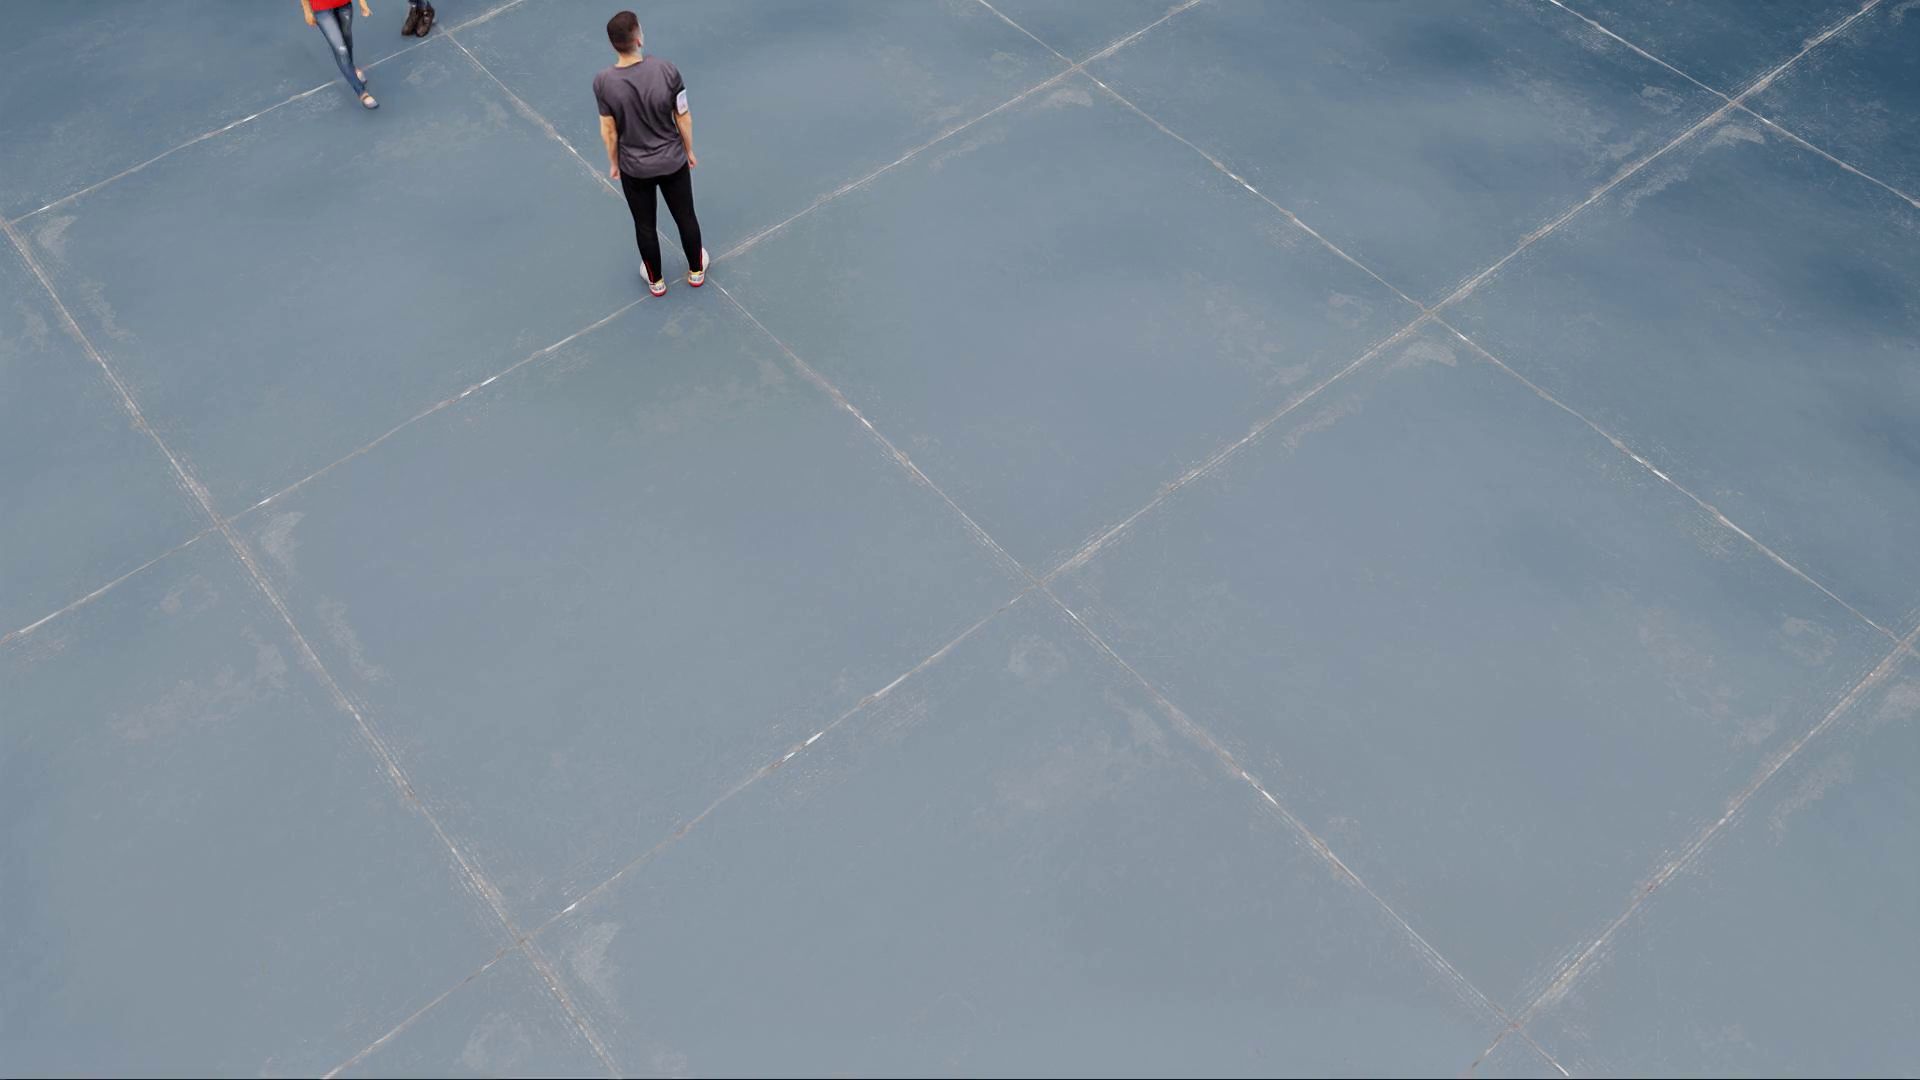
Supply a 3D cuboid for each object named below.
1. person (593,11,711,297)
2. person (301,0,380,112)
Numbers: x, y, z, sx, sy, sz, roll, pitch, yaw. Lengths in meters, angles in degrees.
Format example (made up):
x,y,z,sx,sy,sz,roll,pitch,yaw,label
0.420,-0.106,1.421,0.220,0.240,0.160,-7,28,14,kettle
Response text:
x,y,z,sx,sy,sz,roll,pitch,yaw,label
-1.676,-2.066,9.028,0.642,1.762,0.773,-11,53,-8,person
-3.935,-3.358,10.328,0.784,1.288,0.577,-35,60,-24,person
